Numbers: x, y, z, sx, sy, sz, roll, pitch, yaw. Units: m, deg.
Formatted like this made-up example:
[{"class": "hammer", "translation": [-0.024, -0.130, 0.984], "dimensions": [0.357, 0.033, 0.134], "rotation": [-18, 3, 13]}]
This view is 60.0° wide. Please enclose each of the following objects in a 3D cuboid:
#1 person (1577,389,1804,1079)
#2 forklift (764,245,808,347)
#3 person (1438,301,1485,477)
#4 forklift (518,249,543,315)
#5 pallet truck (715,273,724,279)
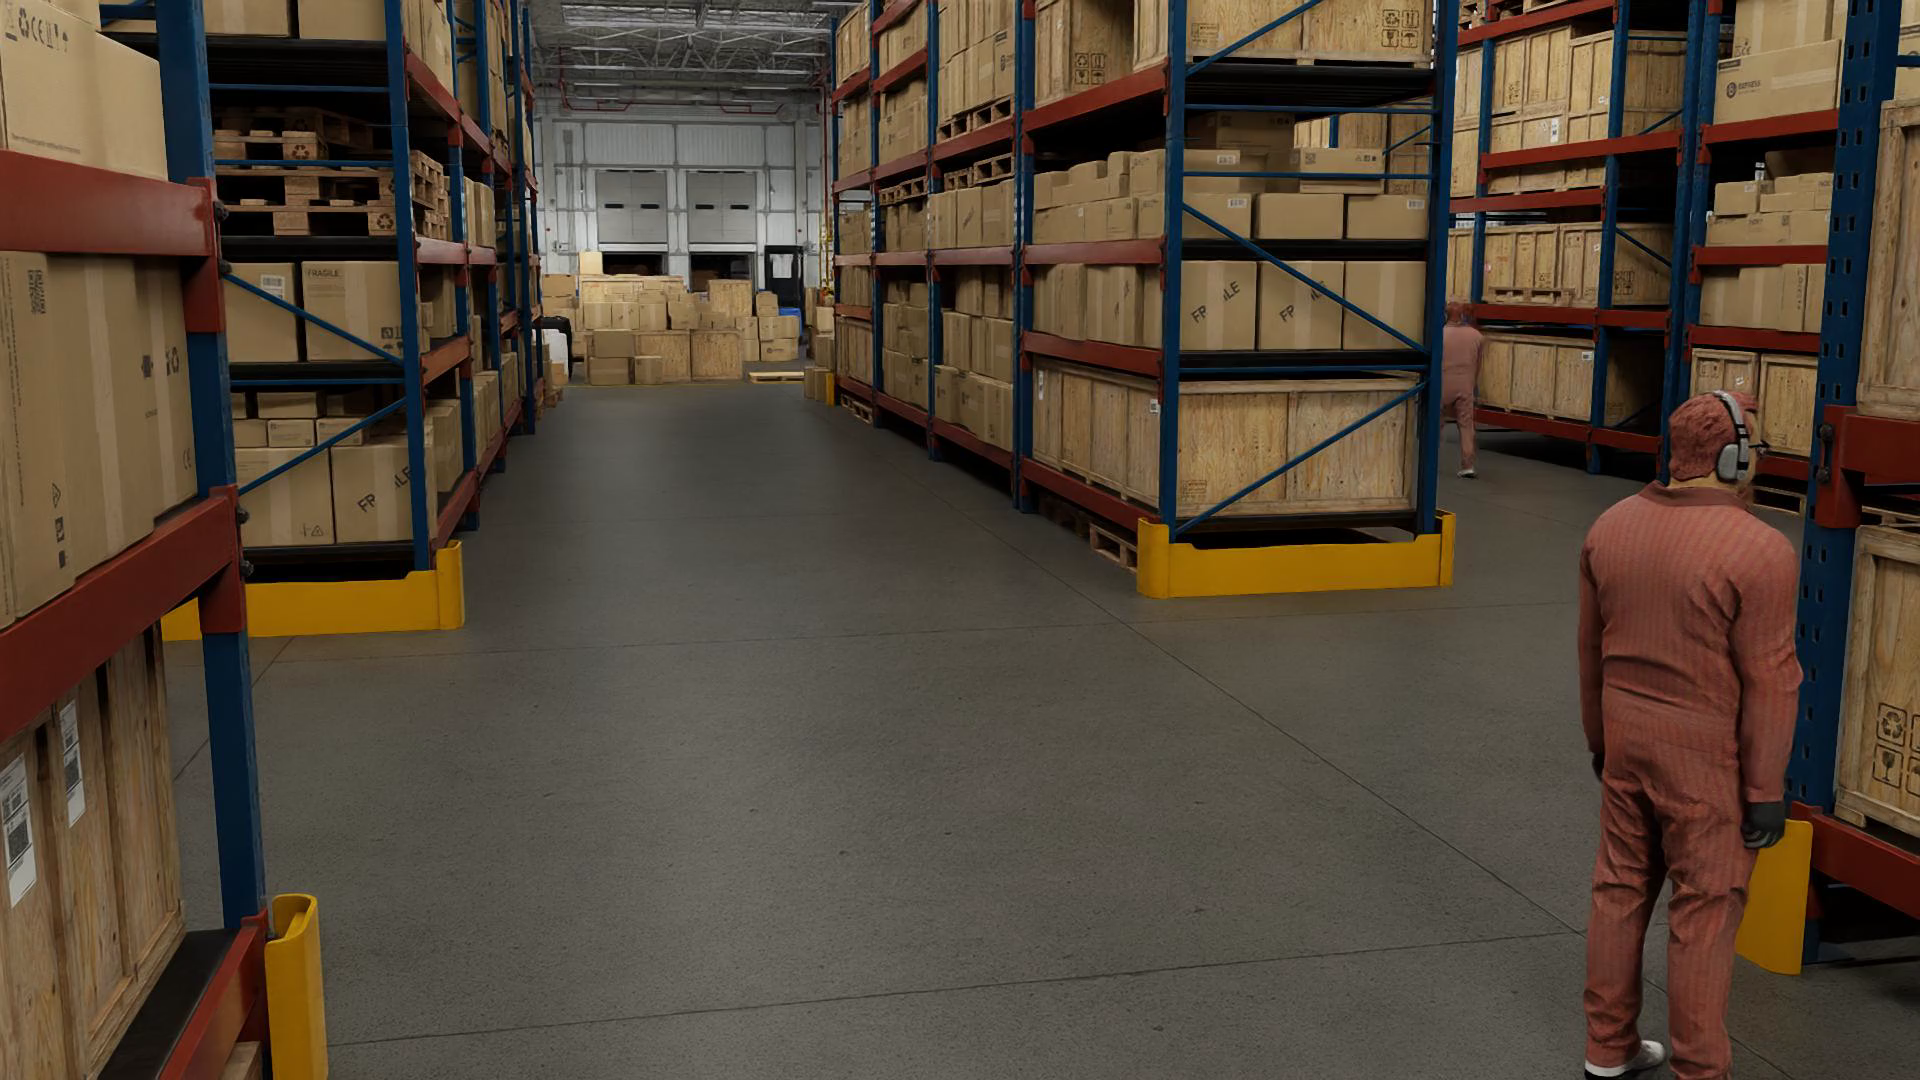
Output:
[{"class": "person", "translation": [1.916, 0.561, 4.363], "dimensions": [0.399, 1.909, 0.642], "rotation": [-4, 10, -23]}, {"class": "forklift", "translation": [-4.934, -6.796, 46.247], "dimensions": [1.129, 2.768, 1.873], "rotation": [0, 9, 3]}, {"class": "person", "translation": [5.279, -1.615, 17.796], "dimensions": [0.649, 1.861, 0.982], "rotation": [-1, 9, -5]}, {"class": "forklift", "translation": [-14.410, -8.377, 55.886], "dimensions": [1.873, 2.768, 1.129], "rotation": [3, 10, 19]}, {"class": "pallet truck", "translation": [-8.580, -8.986, 62.280], "dimensions": [1.885, 1.965, 0.823], "rotation": [1, 9, 5]}]
